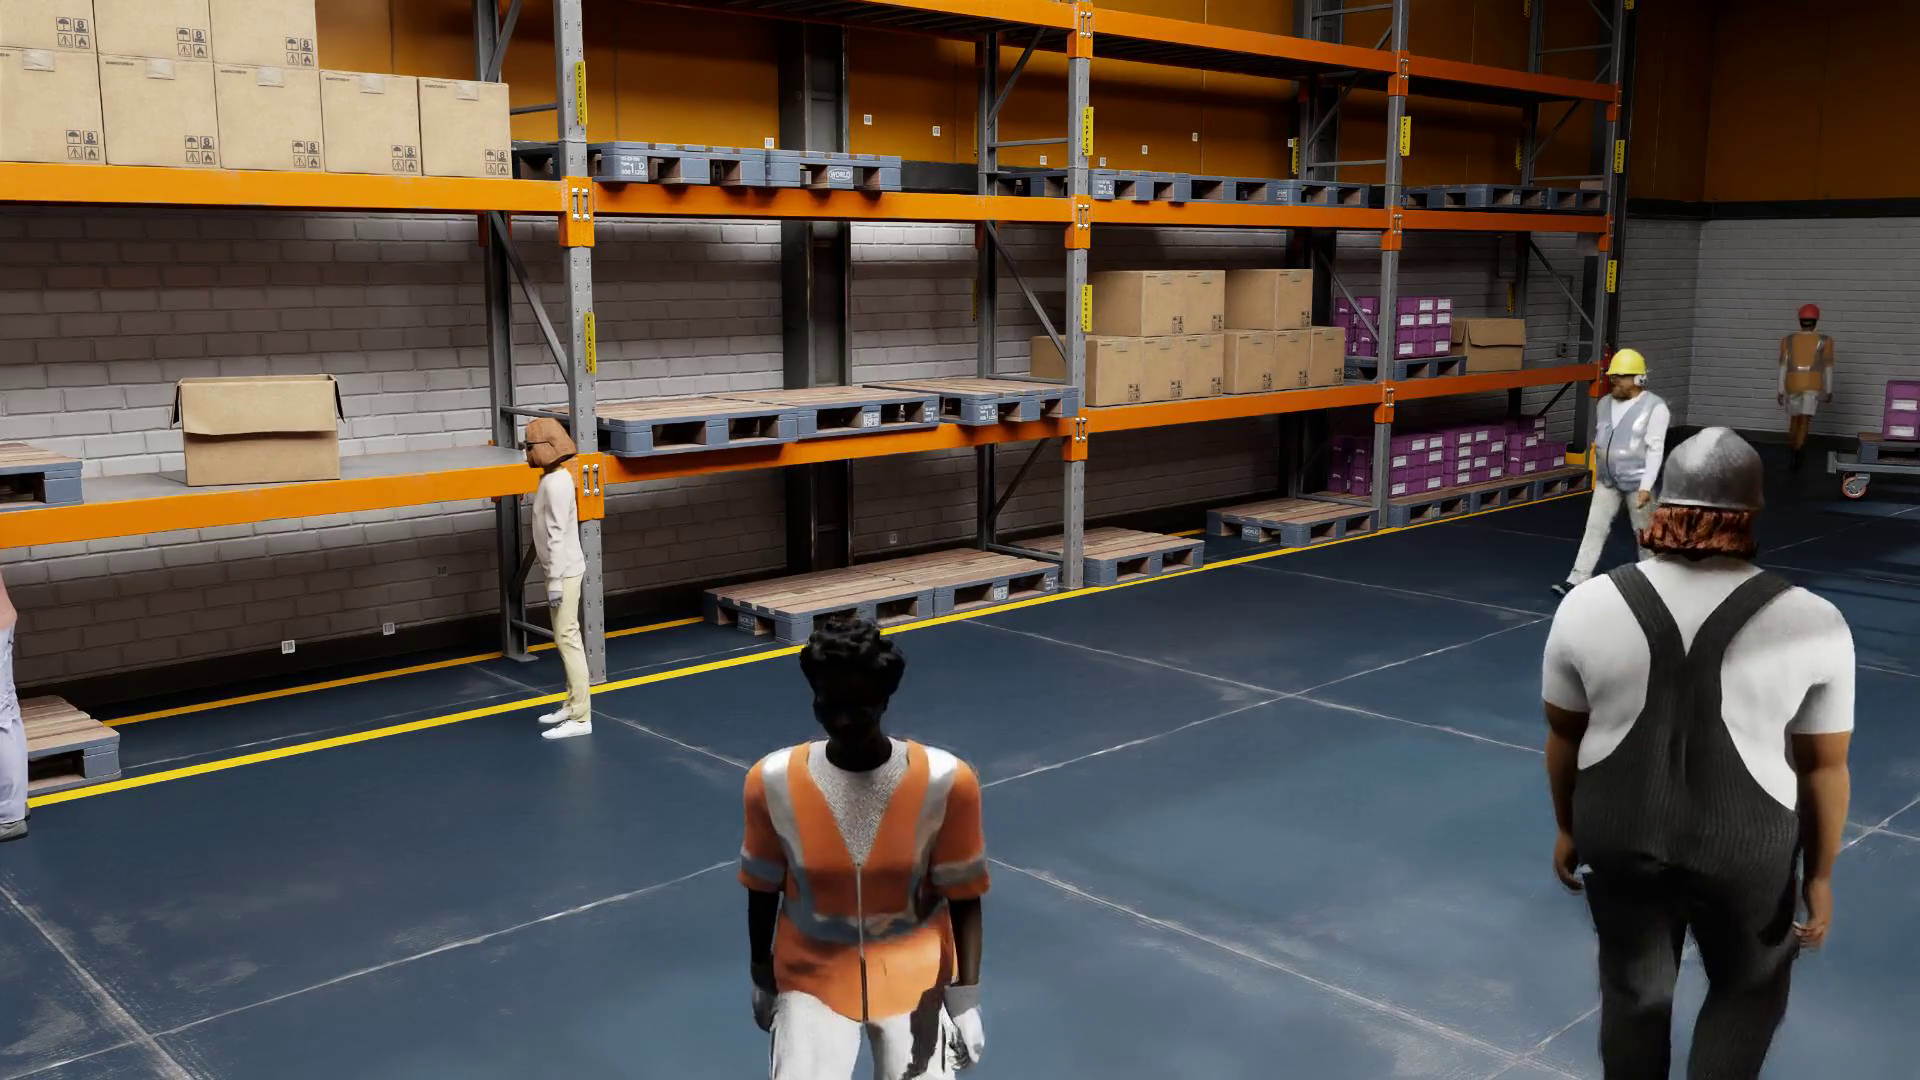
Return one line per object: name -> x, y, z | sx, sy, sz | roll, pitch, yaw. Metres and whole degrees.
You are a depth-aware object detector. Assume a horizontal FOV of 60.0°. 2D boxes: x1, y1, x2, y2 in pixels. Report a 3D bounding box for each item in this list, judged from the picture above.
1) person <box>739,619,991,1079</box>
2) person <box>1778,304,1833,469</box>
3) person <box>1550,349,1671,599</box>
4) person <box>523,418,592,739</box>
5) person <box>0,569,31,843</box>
person -> -0.205, 0.995, 3.573 | 0.549, 1.674, 0.578 | 0, 10, -2
person -> 9.713, -1.769, 19.156 | 0.549, 1.899, 0.979 | 7, 12, 36
person -> 4.560, -0.420, 11.520 | 0.918, 1.781, 0.613 | -6, 11, -30
person -> -2.051, 0.188, 8.466 | 0.287, 1.626, 0.497 | -3, 10, -16
person -> -4.091, 0.384, 6.890 | 0.317, 1.769, 0.522 | -4, 10, -22
